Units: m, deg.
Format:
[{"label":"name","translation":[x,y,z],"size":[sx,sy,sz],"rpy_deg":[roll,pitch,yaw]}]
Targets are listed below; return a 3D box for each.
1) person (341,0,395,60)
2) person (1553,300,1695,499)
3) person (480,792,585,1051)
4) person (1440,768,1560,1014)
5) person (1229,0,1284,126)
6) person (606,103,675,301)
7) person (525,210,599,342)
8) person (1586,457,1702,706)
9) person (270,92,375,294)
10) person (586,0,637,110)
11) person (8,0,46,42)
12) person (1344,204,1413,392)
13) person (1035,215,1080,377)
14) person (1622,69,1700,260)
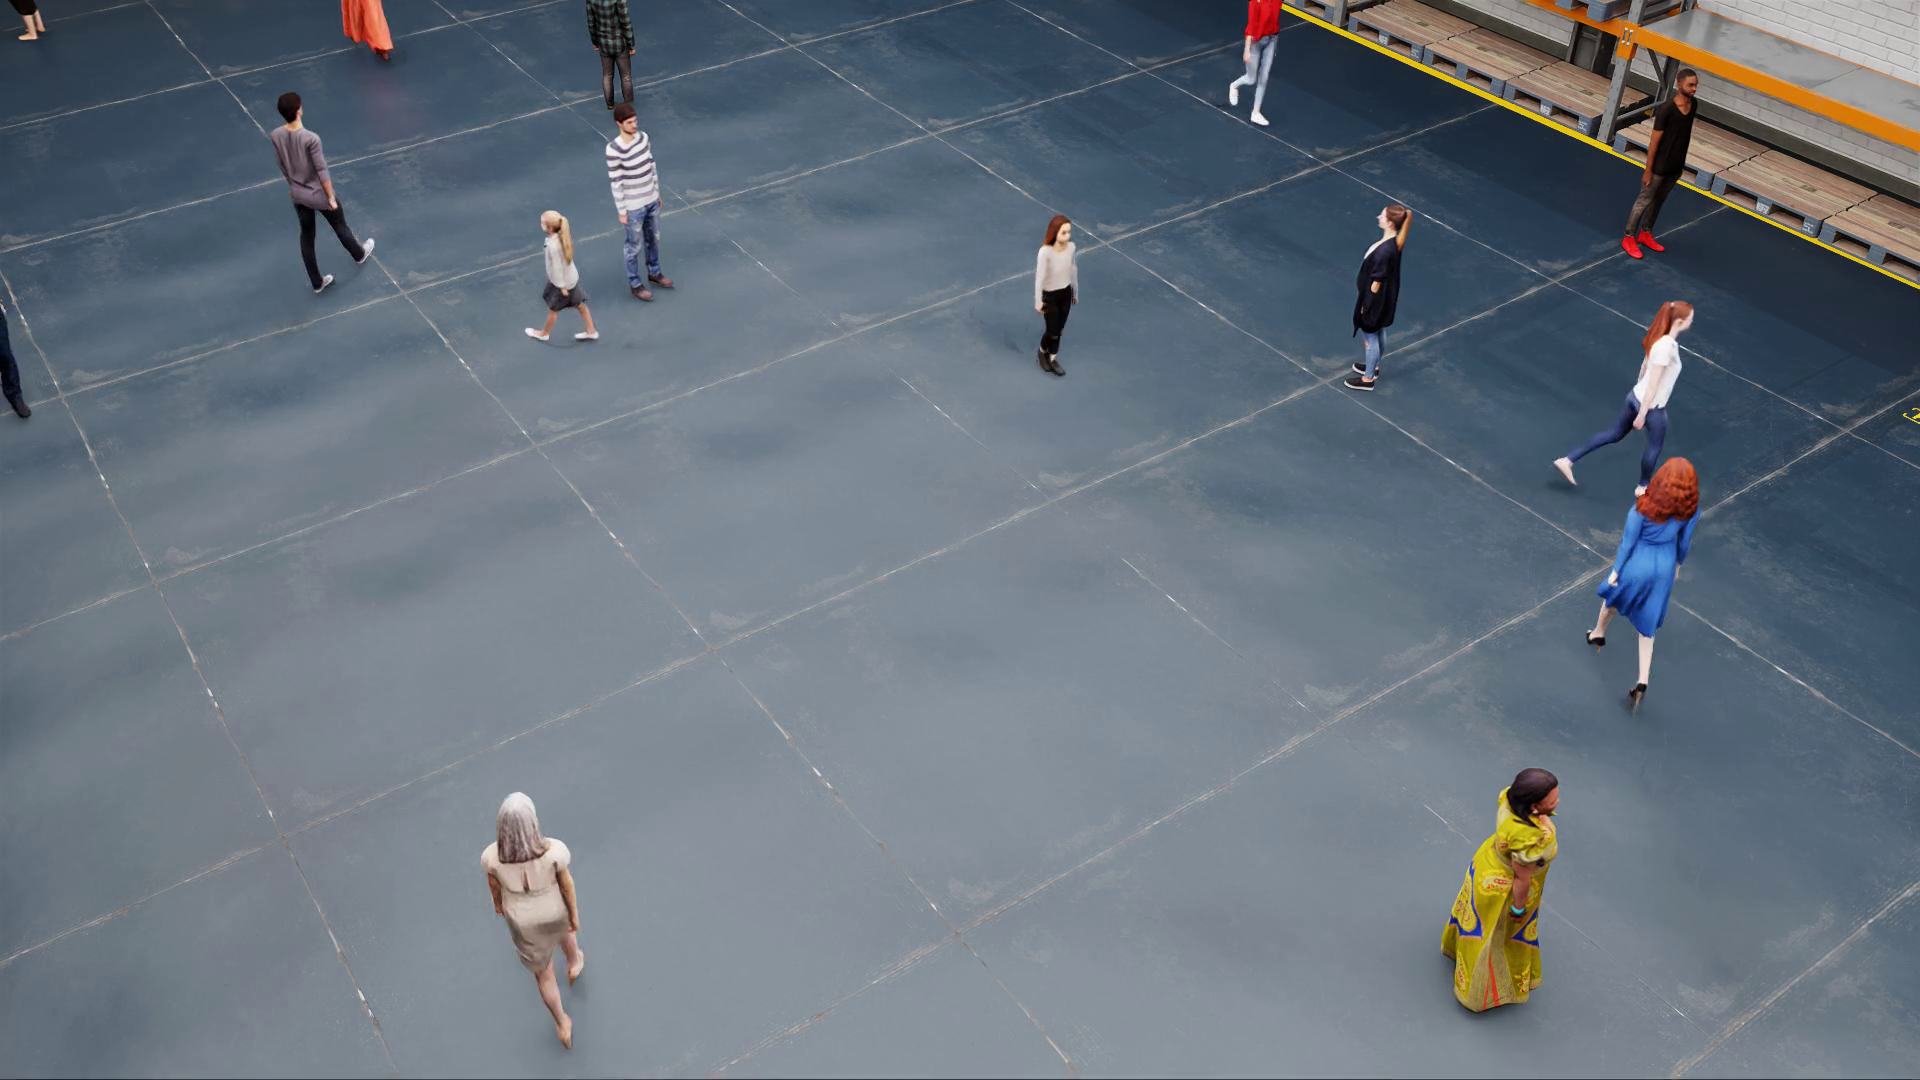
[{"label":"person","translation":[-6.923,-6.440,19.262],"size":[0.655,1.746,1.254],"rpy_deg":[-26,45,-29]},{"label":"person","translation":[5.055,-1.030,12.522],"size":[1.118,1.704,1.092],"rpy_deg":[4,39,6]},{"label":"person","translation":[-2.186,2.044,8.664],"size":[0.804,1.714,0.962],"rpy_deg":[-9,40,-11]},{"label":"person","translation":[2.948,1.838,8.964],"size":[1.061,1.660,0.987],"rpy_deg":[4,39,5]},{"label":"person","translation":[3.189,-5.341,17.927],"size":[0.659,1.695,0.848],"rpy_deg":[-20,43,-23]},{"label":"person","translation":[-2.907,-3.059,14.943],"size":[0.645,1.852,0.705],"rpy_deg":[25,45,28]},{"label":"person","translation":[-3.377,-2.266,14.434],"size":[0.872,1.249,0.829],"rpy_deg":[4,39,5]},{"label":"person","translation":[4.473,0.284,10.804],"size":[1.003,1.794,1.124],"rpy_deg":[2,39,2]},{"label":"person","translation":[-5.900,-3.085,15.001],"size":[1.116,1.820,1.153],"rpy_deg":[8,39,10]},{"label":"person","translation":[-3.823,-5.479,18.246],"size":[0.715,1.714,0.780],"rpy_deg":[10,40,12]},{"label":"person","translation":[-11.299,-6.797,19.807],"size":[0.742,1.624,0.665],"rpy_deg":[0,39,0]},{"label":"person","translation":[3.478,-2.013,13.769],"size":[0.706,1.684,0.711],"rpy_deg":[19,43,23]},{"label":"person","translation":[0.763,-2.088,14.025],"size":[0.553,1.481,0.526],"rpy_deg":[-24,44,-27]},{"label":"person","translation":[6.602,-3.546,15.590],"size":[0.667,1.805,0.548],"rpy_deg":[-19,42,-22]}]
